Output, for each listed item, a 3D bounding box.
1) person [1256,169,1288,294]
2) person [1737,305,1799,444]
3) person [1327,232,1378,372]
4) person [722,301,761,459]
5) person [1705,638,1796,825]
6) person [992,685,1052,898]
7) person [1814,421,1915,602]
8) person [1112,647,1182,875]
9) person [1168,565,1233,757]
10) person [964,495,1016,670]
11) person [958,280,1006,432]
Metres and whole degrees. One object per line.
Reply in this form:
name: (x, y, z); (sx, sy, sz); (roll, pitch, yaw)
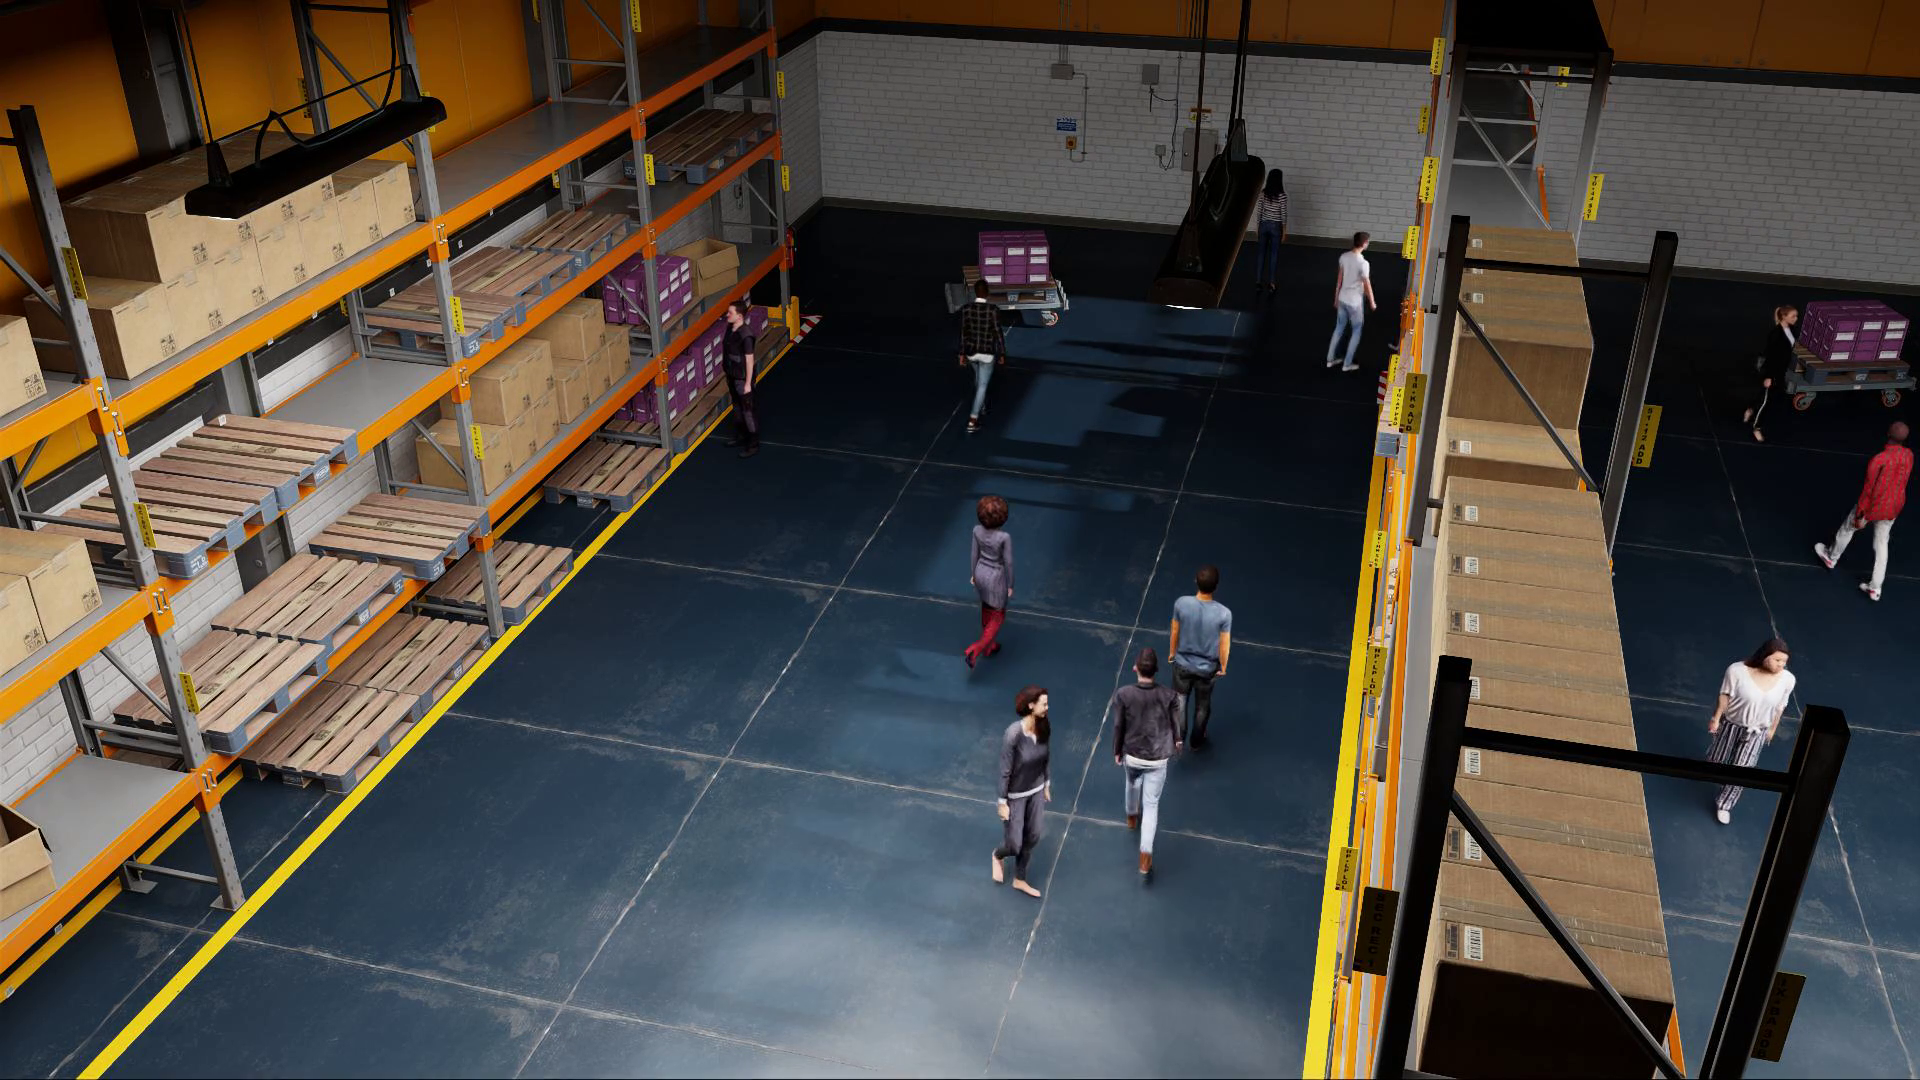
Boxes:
person: (4.438, -4.413, 23.783); (0.637, 1.796, 0.577); (15, 32, 26)
person: (9.407, -1.960, 19.394); (0.791, 1.694, 0.857); (-22, 36, -35)
person: (4.959, -3.002, 21.155); (0.865, 1.837, 0.799); (-20, 34, -32)
person: (-2.508, -1.871, 19.072); (0.843, 1.845, 0.792); (-16, 33, -27)
person: (6.213, 1.436, 13.210); (0.692, 1.654, 0.869); (8, 30, 15)
person: (0.435, 1.857, 12.335); (0.833, 1.752, 0.906); (-19, 34, -30)
person: (9.001, -0.266, 16.196); (0.977, 1.781, 1.268); (-3, 29, -6)
person: (1.413, 1.681, 12.594); (0.707, 1.813, 1.142); (6, 29, 10)
person: (1.941, 1.048, 13.774); (0.682, 1.794, 0.864); (9, 30, 16)
person: (0.245, 0.421, 15.030); (0.774, 1.693, 1.029); (16, 33, 27)
person: (0.221, -2.144, 19.642); (0.771, 1.779, 1.245); (11, 30, 19)
